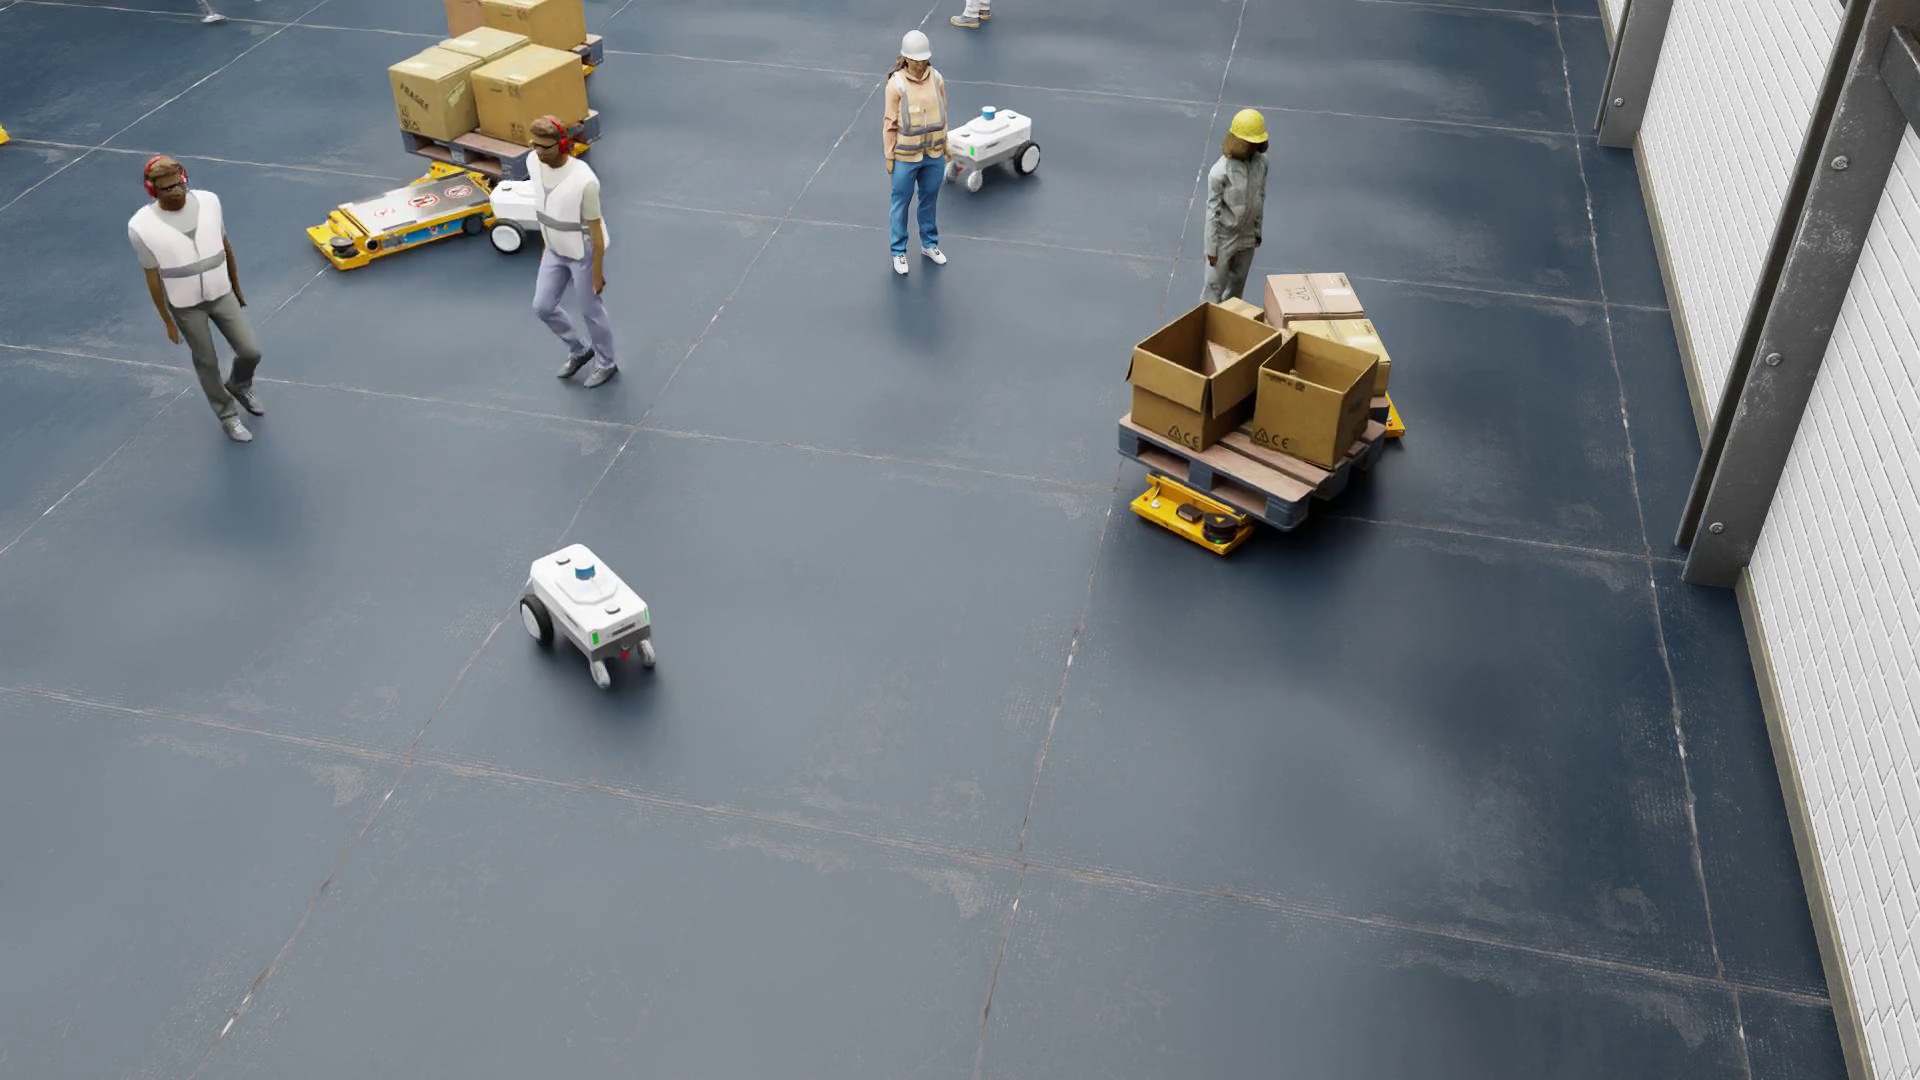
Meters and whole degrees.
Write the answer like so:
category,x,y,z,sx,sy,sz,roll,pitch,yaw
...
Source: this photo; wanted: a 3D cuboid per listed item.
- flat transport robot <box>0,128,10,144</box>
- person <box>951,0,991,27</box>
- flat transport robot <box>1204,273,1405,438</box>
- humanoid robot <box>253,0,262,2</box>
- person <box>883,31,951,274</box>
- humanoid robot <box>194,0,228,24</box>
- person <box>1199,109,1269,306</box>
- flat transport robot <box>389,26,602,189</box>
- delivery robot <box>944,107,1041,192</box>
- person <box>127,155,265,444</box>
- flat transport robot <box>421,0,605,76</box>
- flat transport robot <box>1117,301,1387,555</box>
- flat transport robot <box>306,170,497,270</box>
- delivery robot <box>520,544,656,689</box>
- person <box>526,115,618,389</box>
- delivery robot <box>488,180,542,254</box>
category,x,y,z,sx,sy,sz,roll,pitch,yaw
flat transport robot,-8.586,-3.179,13.473,0.659,0.231,1.431,27,45,31
person,0.126,-5.793,15.624,0.352,1.882,0.579,19,41,23
flat transport robot,1.988,-0.862,10.372,1.431,0.231,0.659,-2,37,-3
humanoid robot,-7.100,-6.170,16.242,0.546,1.770,0.700,16,40,21
person,-0.308,-2.725,11.644,0.498,1.728,0.368,-18,40,-22
humanoid robot,-7.247,-5.686,15.584,0.530,1.757,0.757,21,42,26
person,1.746,-1.911,10.552,0.490,1.736,0.347,-25,43,-29
flat transport robot,-3.643,-3.051,13.302,0.659,0.231,1.431,19,41,23
delivery robot,0.230,-3.139,13.163,0.759,0.575,0.499,-30,46,-34
person,-4.459,-1.401,9.788,0.457,1.833,0.557,28,45,32
flat transport robot,-3.891,-4.038,14.623,0.659,0.231,1.431,16,40,21
flat transport robot,1.692,-0.415,9.774,0.659,0.231,1.431,28,45,33
flat transport robot,-4.076,-2.409,12.442,1.431,0.231,0.659,-25,43,-29
delivery robot,-1.900,0.348,8.529,0.499,0.613,0.811,-26,44,-30
person,-2.409,-1.753,10.261,0.597,1.825,0.500,24,43,29
delivery robot,-3.091,-2.412,12.222,0.782,0.611,0.521,3,37,5
